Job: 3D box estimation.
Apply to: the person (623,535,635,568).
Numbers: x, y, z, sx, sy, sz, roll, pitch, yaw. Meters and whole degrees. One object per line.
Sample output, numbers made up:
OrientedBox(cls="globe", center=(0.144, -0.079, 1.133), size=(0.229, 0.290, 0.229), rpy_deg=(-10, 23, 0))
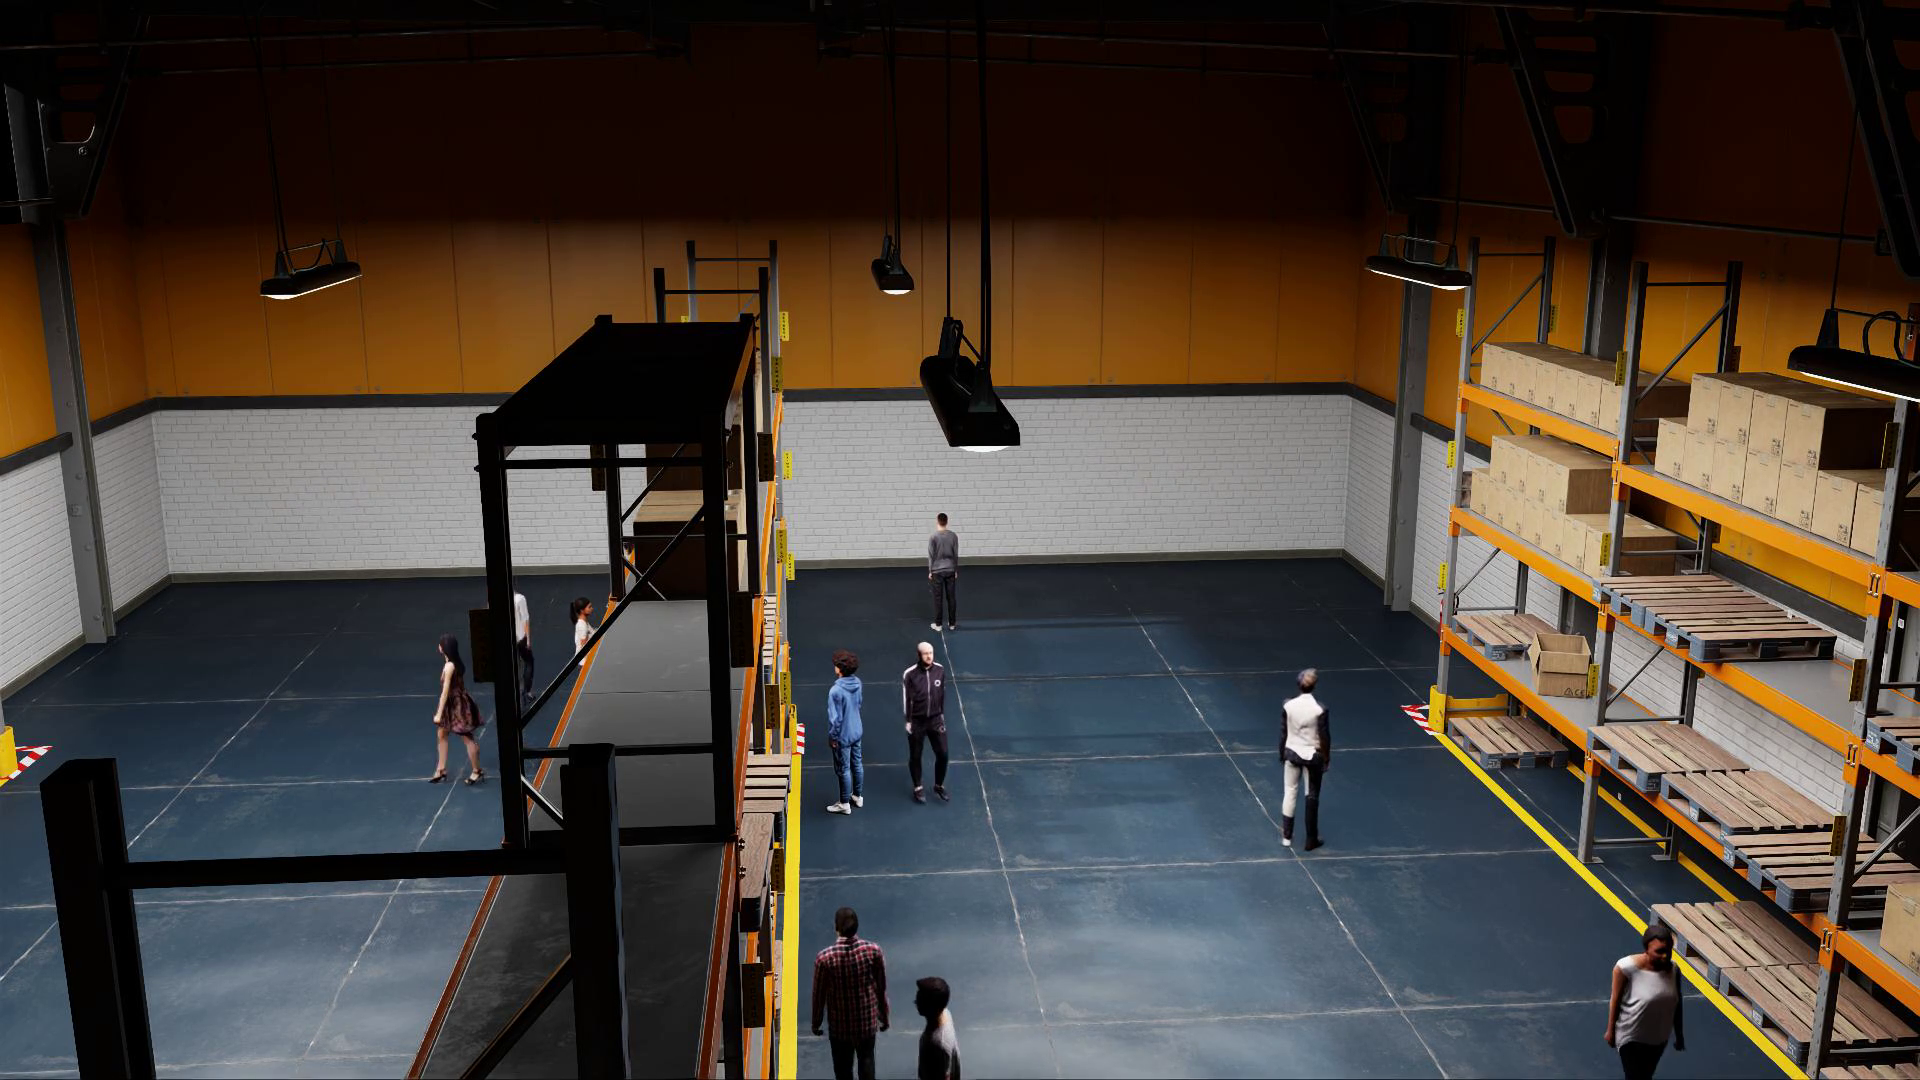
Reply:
OrientedBox(cls="person", center=(-4.543, 0.798, 23.200), size=(0.913, 1.759, 0.867), rpy_deg=(9, 16, 34))

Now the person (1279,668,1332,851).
OrientedBox(cls="person", center=(3.514, 2.227, 17.016), size=(0.780, 1.891, 0.793), rpy_deg=(7, 15, 28))

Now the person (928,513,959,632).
OrientedBox(cls="person", center=(-0.246, 0.462, 24.584), size=(0.656, 1.760, 0.604), rpy_deg=(-4, 14, -16))

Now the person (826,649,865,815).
OrientedBox(cls="person", center=(-1.227, 2.049, 17.921), size=(0.822, 1.811, 0.730), rpy_deg=(9, 16, 31))

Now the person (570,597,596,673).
OrientedBox(cls="person", center=(-4.638, 1.499, 20.540), size=(0.670, 1.648, 0.526), rpy_deg=(-4, 14, -16))

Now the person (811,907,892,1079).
OrientedBox(cls="person", center=(-0.763, 3.506, 12.031), size=(0.771, 1.751, 0.693), rpy_deg=(-4, 14, -14))

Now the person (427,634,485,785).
OrientedBox(cls="person", center=(-5.540, 1.911, 18.618), size=(0.758, 1.753, 0.846), rpy_deg=(-3, 14, -14))

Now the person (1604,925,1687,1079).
OrientedBox(cls="person", center=(4.931, 3.540, 12.066), size=(0.728, 1.670, 0.885), rpy_deg=(-4, 14, -14))

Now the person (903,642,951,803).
OrientedBox(cls="person", center=(-0.430, 1.967, 18.234), size=(0.745, 1.823, 0.728), rpy_deg=(-5, 14, -19))

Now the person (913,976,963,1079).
OrientedBox(cls="person", center=(-0.065, 3.733, 10.930), size=(0.810, 1.829, 0.496), rpy_deg=(-2, 14, -9))

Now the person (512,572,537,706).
OrientedBox(cls="person", center=(-5.684, 1.310, 21.042), size=(0.738, 1.779, 0.790), rpy_deg=(3, 14, 13))
